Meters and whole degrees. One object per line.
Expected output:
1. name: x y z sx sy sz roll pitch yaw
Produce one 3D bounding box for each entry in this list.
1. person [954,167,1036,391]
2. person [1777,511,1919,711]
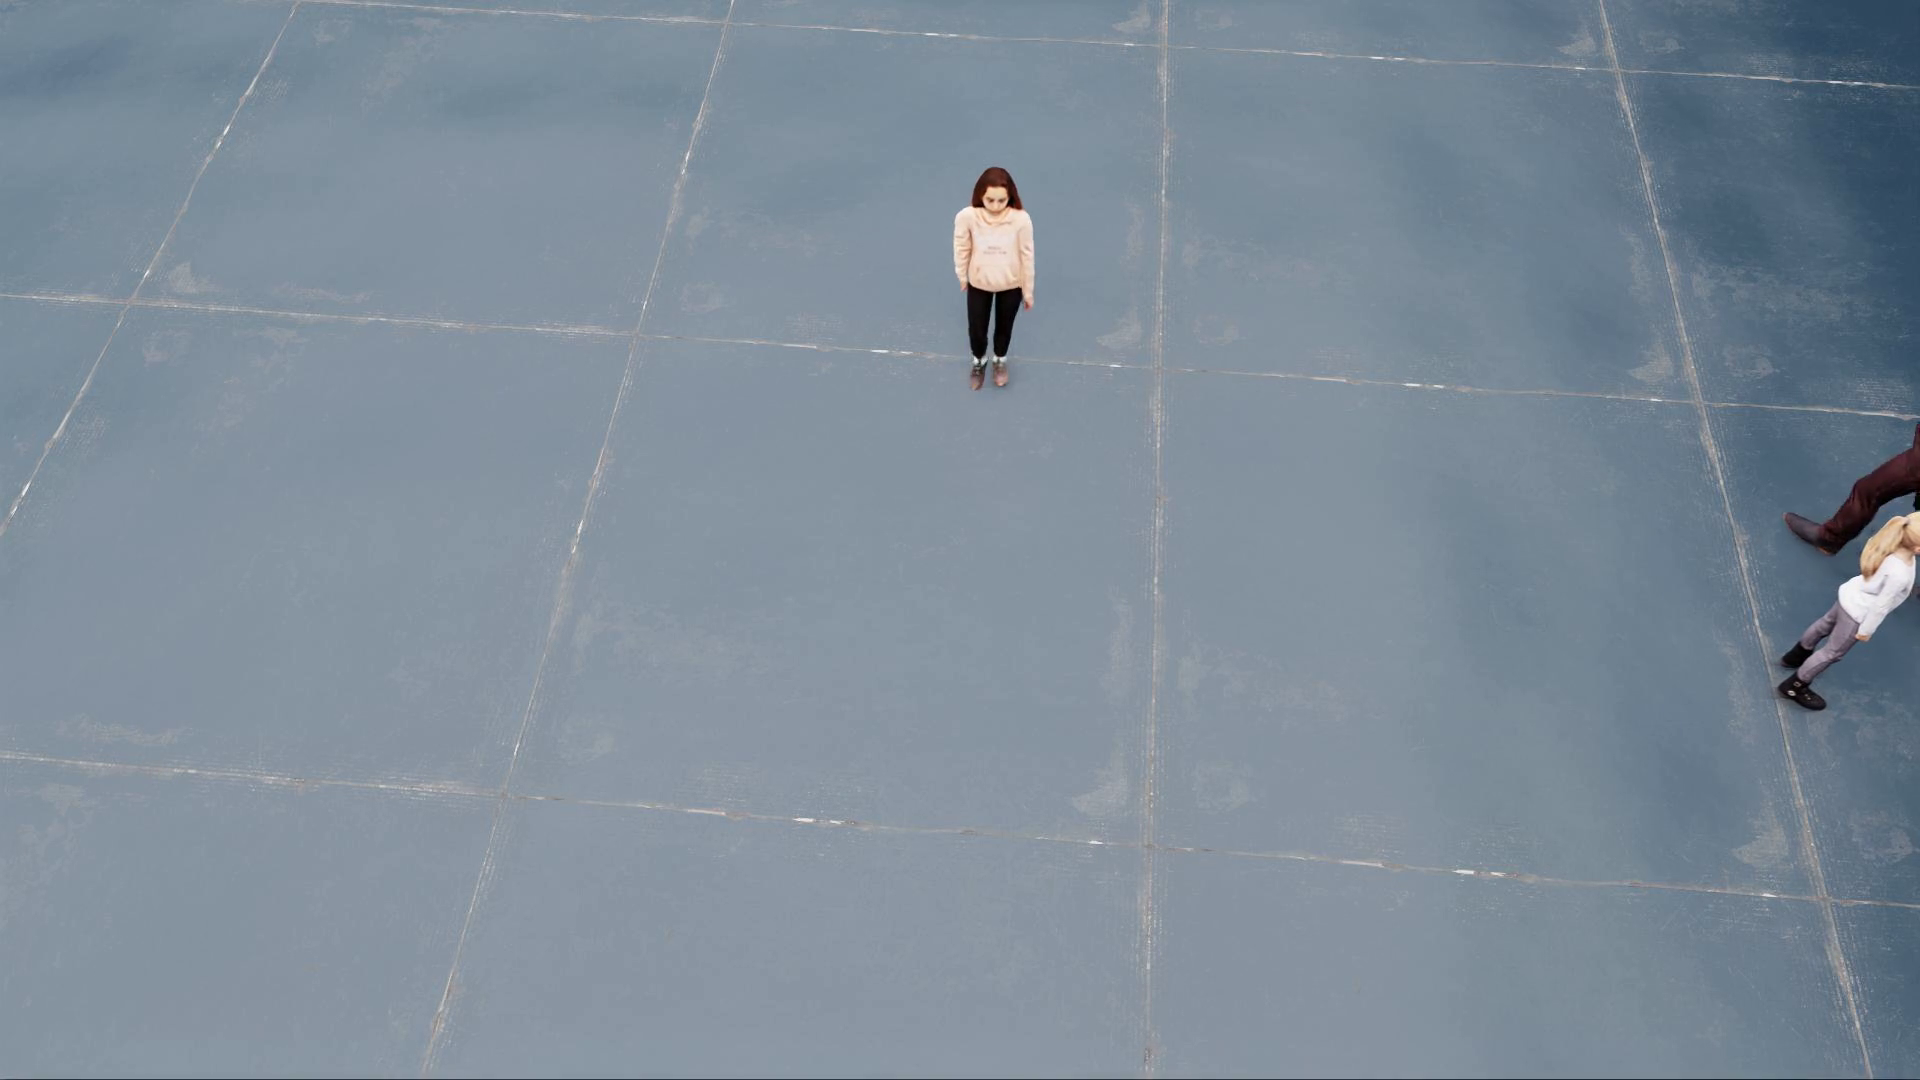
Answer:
1. person: 0.192 -1.415 8.801 0.485 1.469 0.647 0 52 0
2. person: 4.099 0.296 7.599 0.541 1.273 0.539 16 54 12
